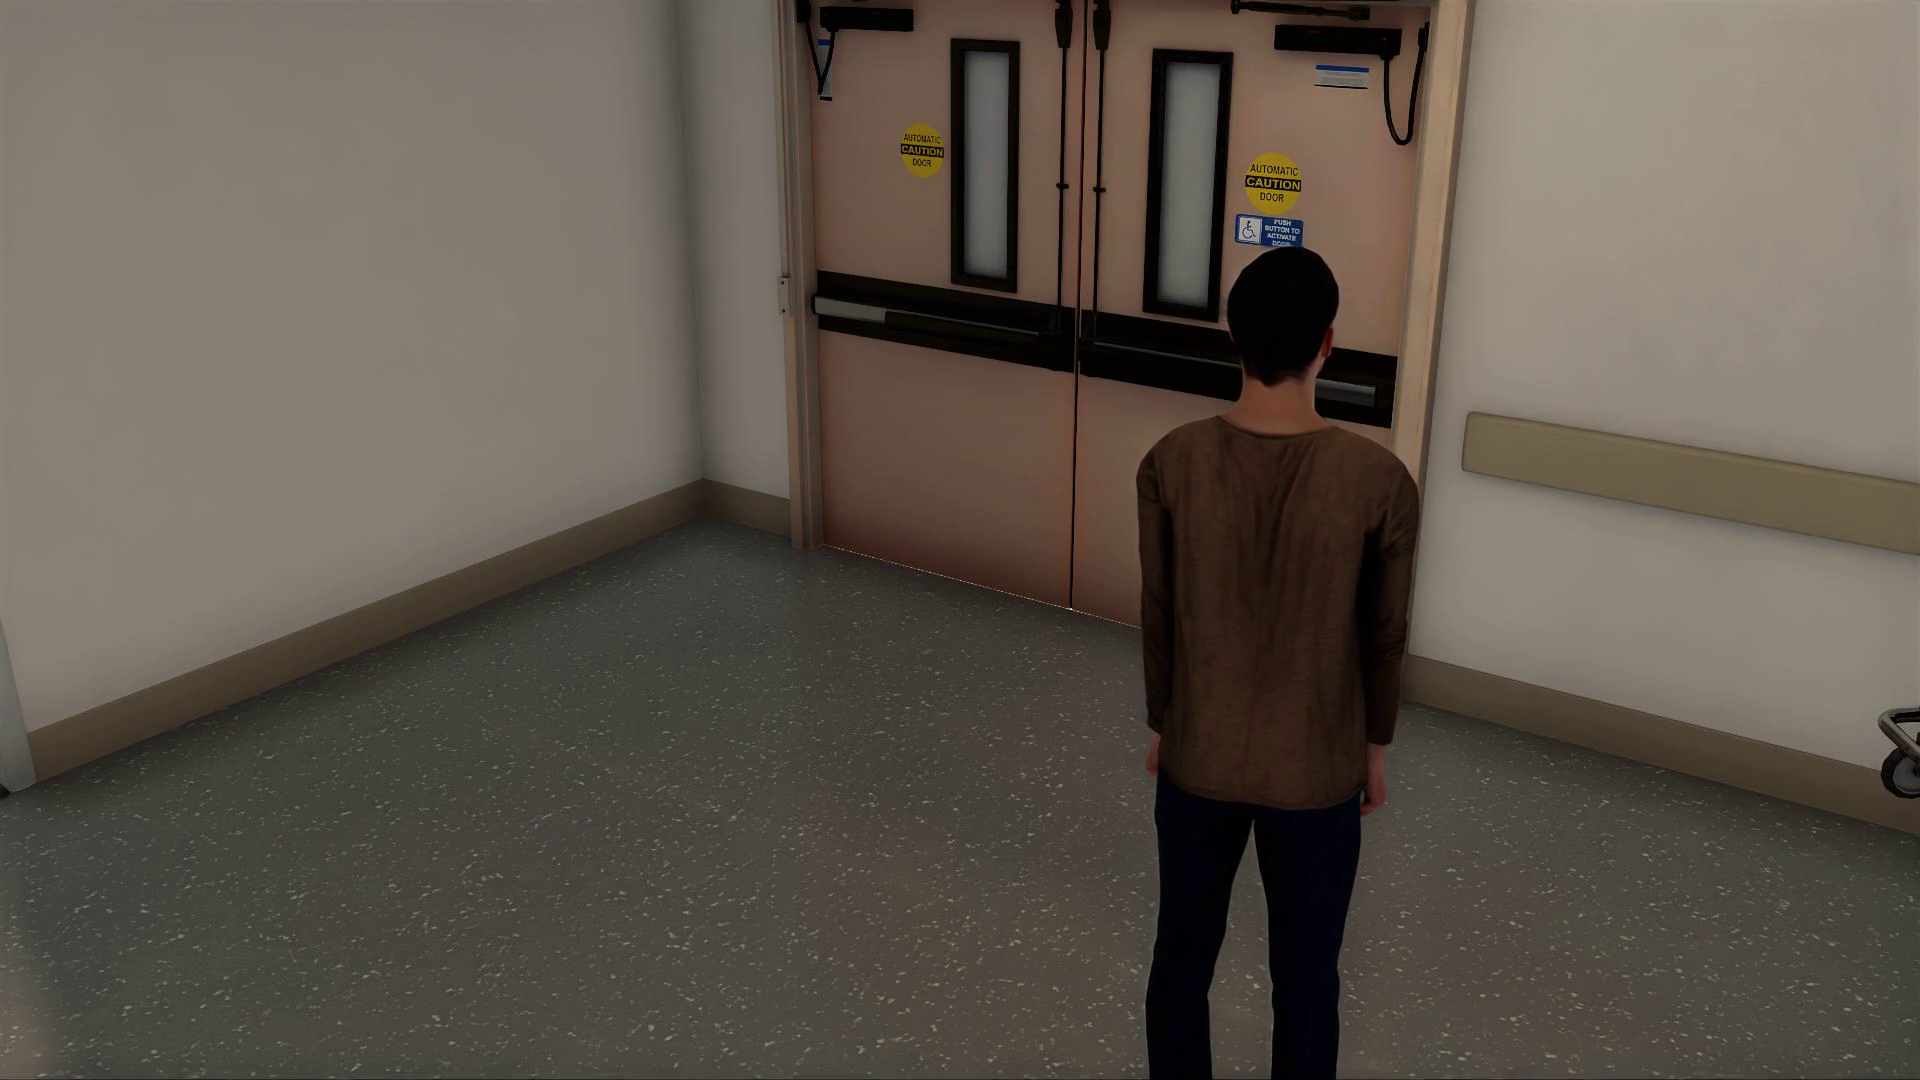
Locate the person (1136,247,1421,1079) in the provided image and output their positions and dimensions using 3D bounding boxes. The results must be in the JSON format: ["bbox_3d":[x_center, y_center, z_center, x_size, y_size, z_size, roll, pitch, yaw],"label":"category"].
[{"bbox_3d":[0.560,0.390,3.108,0.719,1.889,0.685,6,22,16],"label":"person"}]
